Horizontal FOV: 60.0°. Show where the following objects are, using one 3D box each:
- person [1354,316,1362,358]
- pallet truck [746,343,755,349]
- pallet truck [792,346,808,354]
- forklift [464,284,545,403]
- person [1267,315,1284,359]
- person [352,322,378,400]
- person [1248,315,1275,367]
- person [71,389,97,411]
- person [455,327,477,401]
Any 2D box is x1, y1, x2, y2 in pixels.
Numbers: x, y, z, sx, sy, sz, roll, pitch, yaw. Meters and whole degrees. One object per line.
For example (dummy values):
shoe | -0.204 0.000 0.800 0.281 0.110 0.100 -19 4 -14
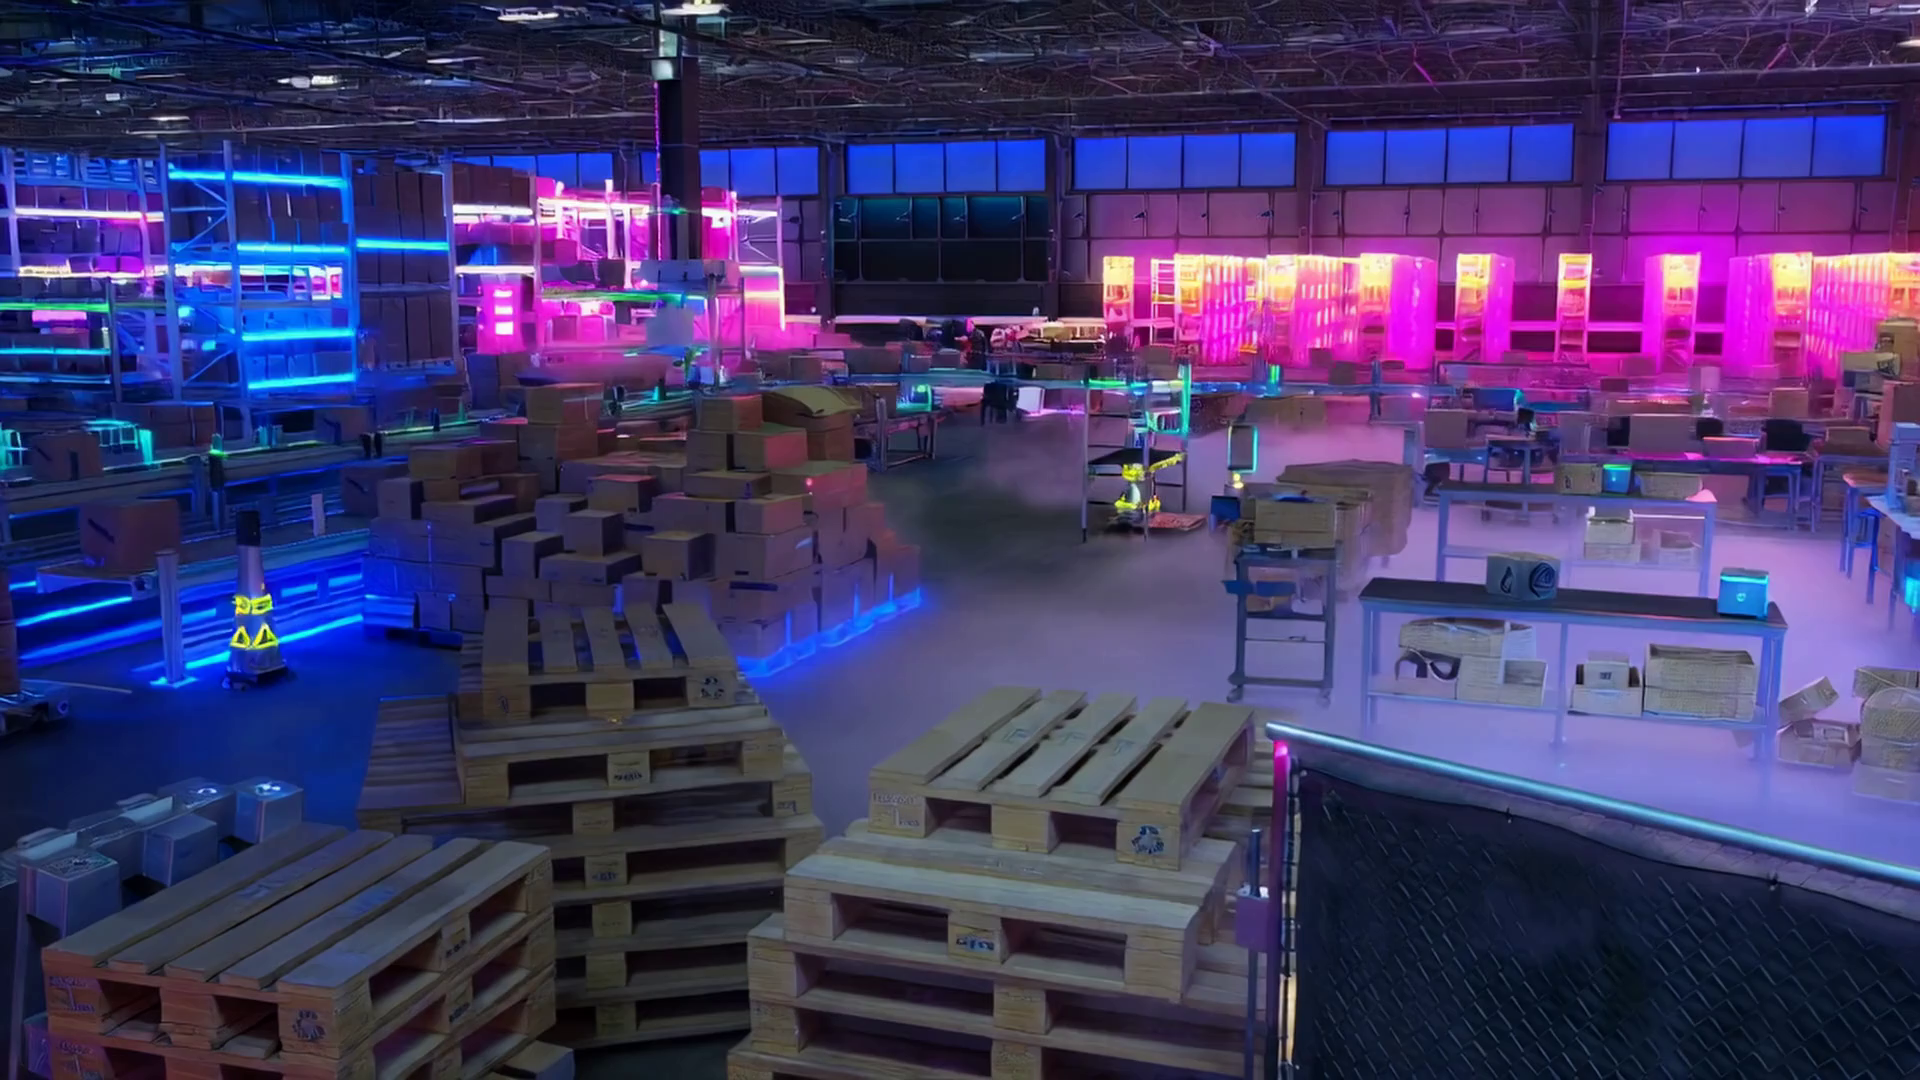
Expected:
person | 14.357 -7.366 59.707 0.540 1.807 0.578 7 12 38
pallet truck | -6.183 -4.618 44.264 1.601 1.201 0.680 -9 12 -43
pallet truck | -3.705 -4.298 42.022 0.653 1.274 1.630 3 10 20
forklift | -10.832 -4.702 39.610 1.129 2.768 1.873 3 10 20
person | 9.841 -6.217 52.043 0.605 1.949 0.382 -3 9 -17
person | -14.478 -4.332 40.343 0.573 1.903 0.836 3 10 20
person | 9.725 -6.289 53.060 0.975 1.766 0.623 3 9 17
person | -15.947 -2.617 30.268 0.547 1.677 0.399 2 9 12
person | -11.998 -4.303 40.567 0.611 1.785 0.939 2 9 15
